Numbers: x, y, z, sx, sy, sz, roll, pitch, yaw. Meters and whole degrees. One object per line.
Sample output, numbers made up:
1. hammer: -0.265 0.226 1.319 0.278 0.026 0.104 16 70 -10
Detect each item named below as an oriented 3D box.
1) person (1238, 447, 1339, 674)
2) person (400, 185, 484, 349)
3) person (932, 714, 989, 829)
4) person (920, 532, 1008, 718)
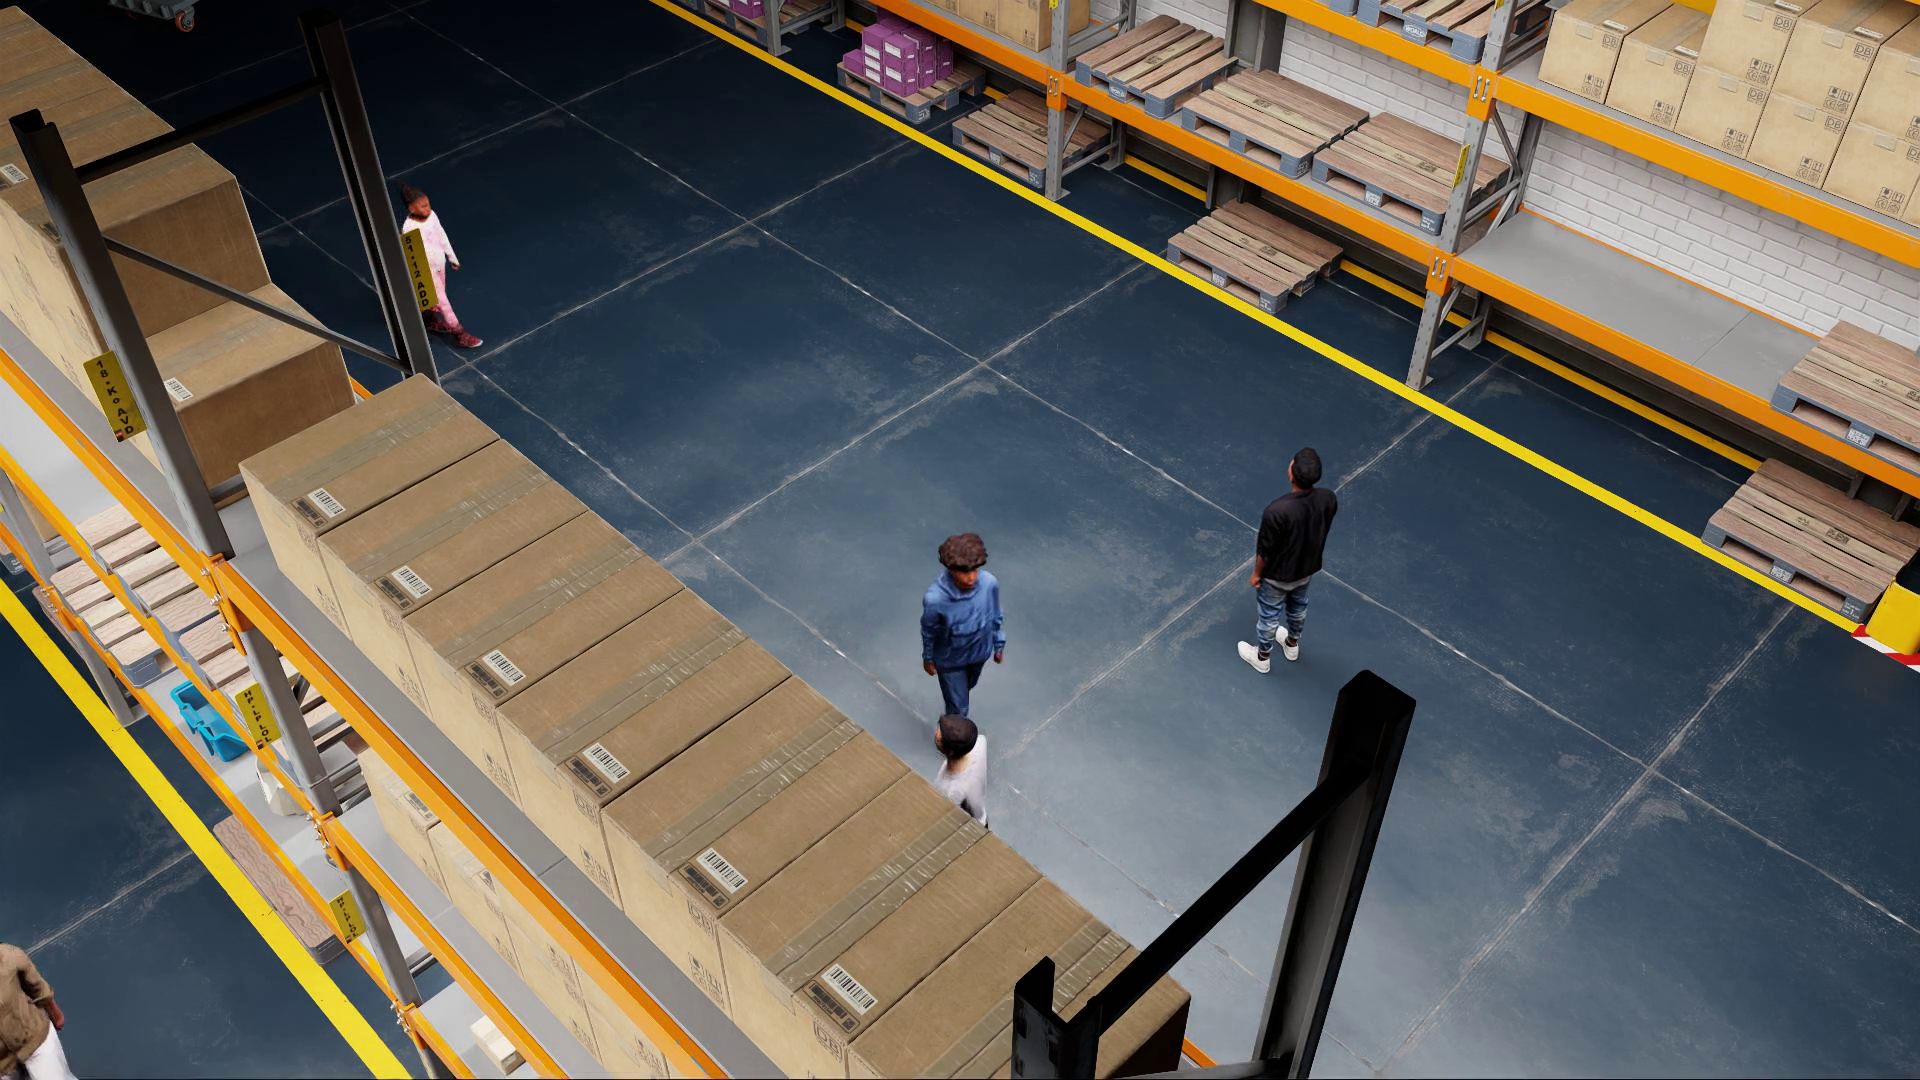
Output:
1. person: 2.130 0.142 10.740 0.768 1.813 0.726 -18 46 -18
2. person: -4.359 -2.254 13.533 0.944 1.430 0.784 15 46 15
3. person: 0.087 1.638 9.156 1.233 1.832 0.950 17 46 17
4. person: -0.033 0.606 10.268 0.814 1.793 0.914 -21 48 -21
